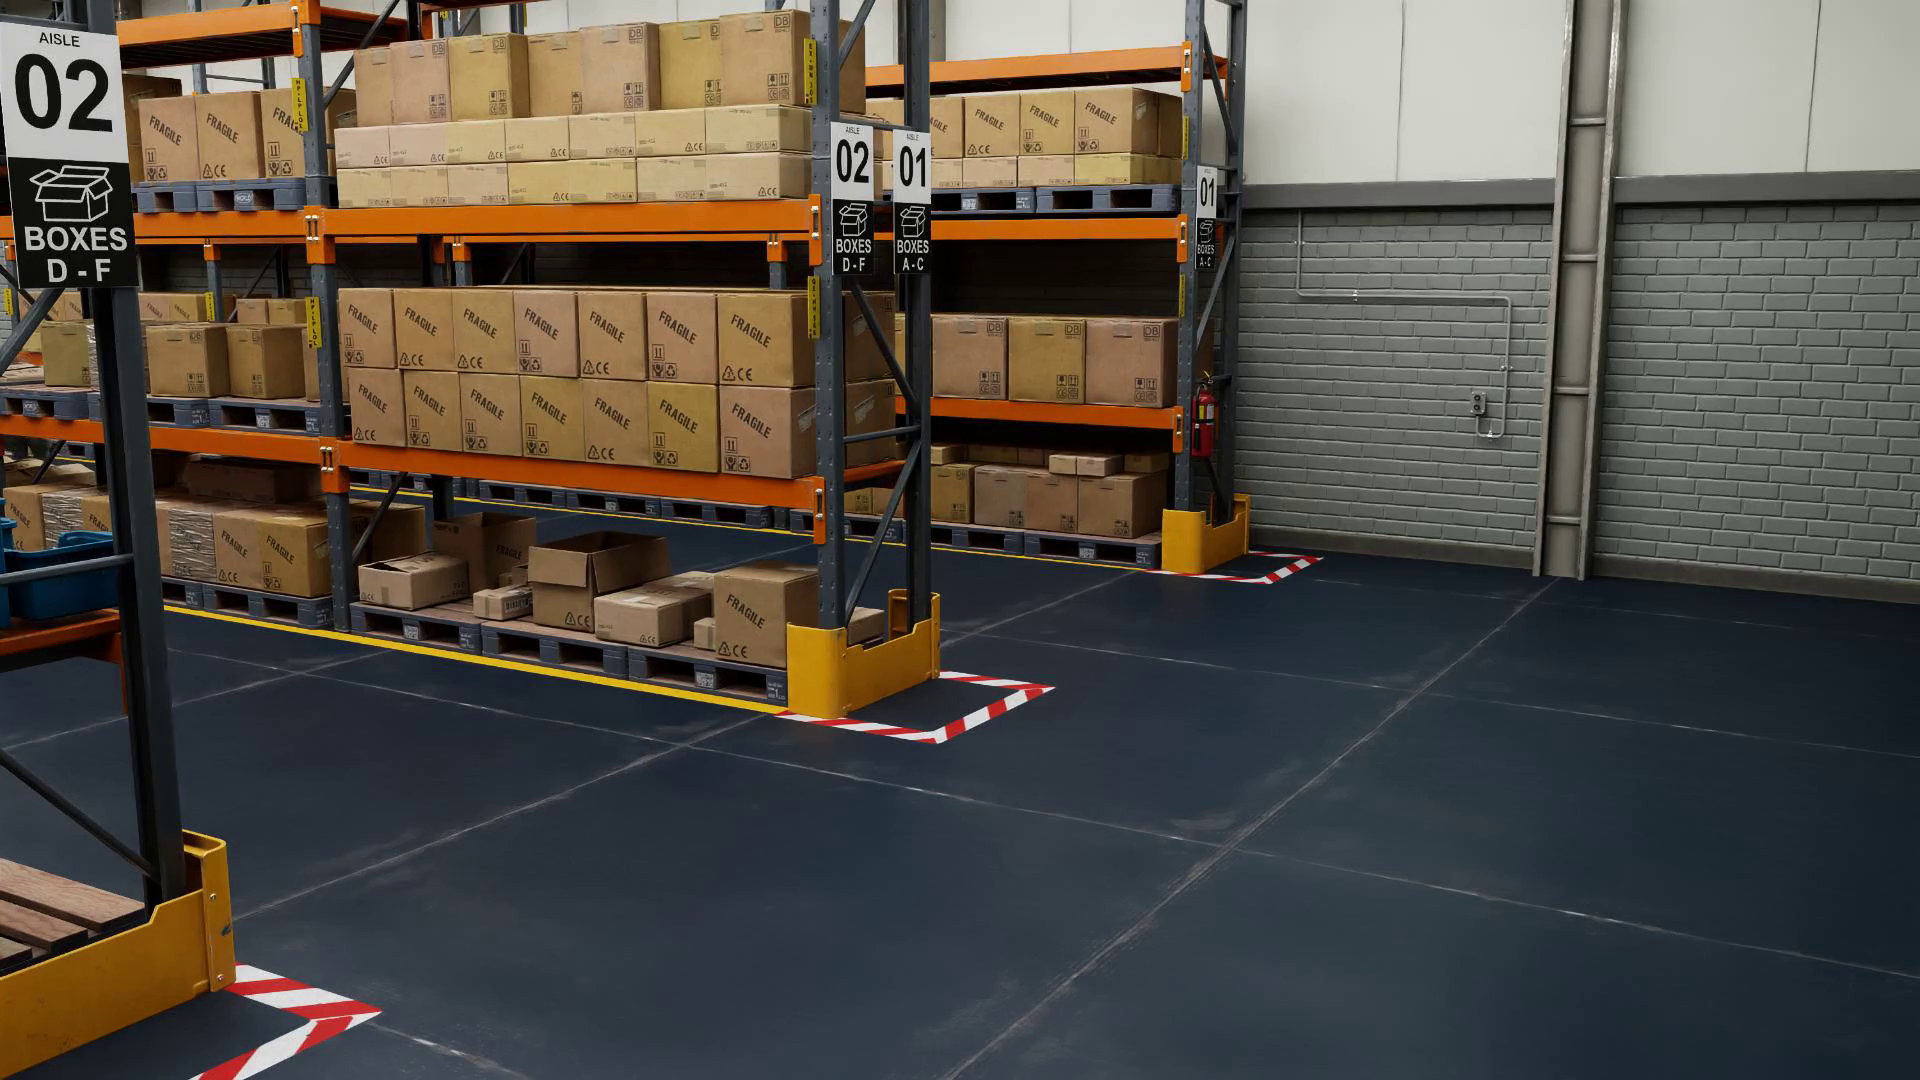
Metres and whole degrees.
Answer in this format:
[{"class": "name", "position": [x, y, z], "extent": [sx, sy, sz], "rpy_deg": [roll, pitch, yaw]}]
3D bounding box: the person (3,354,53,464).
[{"class": "person", "position": [-8.963, -0.985, 15.957], "extent": [0.525, 1.605, 0.410], "rpy_deg": [-1, 10, -6]}]
